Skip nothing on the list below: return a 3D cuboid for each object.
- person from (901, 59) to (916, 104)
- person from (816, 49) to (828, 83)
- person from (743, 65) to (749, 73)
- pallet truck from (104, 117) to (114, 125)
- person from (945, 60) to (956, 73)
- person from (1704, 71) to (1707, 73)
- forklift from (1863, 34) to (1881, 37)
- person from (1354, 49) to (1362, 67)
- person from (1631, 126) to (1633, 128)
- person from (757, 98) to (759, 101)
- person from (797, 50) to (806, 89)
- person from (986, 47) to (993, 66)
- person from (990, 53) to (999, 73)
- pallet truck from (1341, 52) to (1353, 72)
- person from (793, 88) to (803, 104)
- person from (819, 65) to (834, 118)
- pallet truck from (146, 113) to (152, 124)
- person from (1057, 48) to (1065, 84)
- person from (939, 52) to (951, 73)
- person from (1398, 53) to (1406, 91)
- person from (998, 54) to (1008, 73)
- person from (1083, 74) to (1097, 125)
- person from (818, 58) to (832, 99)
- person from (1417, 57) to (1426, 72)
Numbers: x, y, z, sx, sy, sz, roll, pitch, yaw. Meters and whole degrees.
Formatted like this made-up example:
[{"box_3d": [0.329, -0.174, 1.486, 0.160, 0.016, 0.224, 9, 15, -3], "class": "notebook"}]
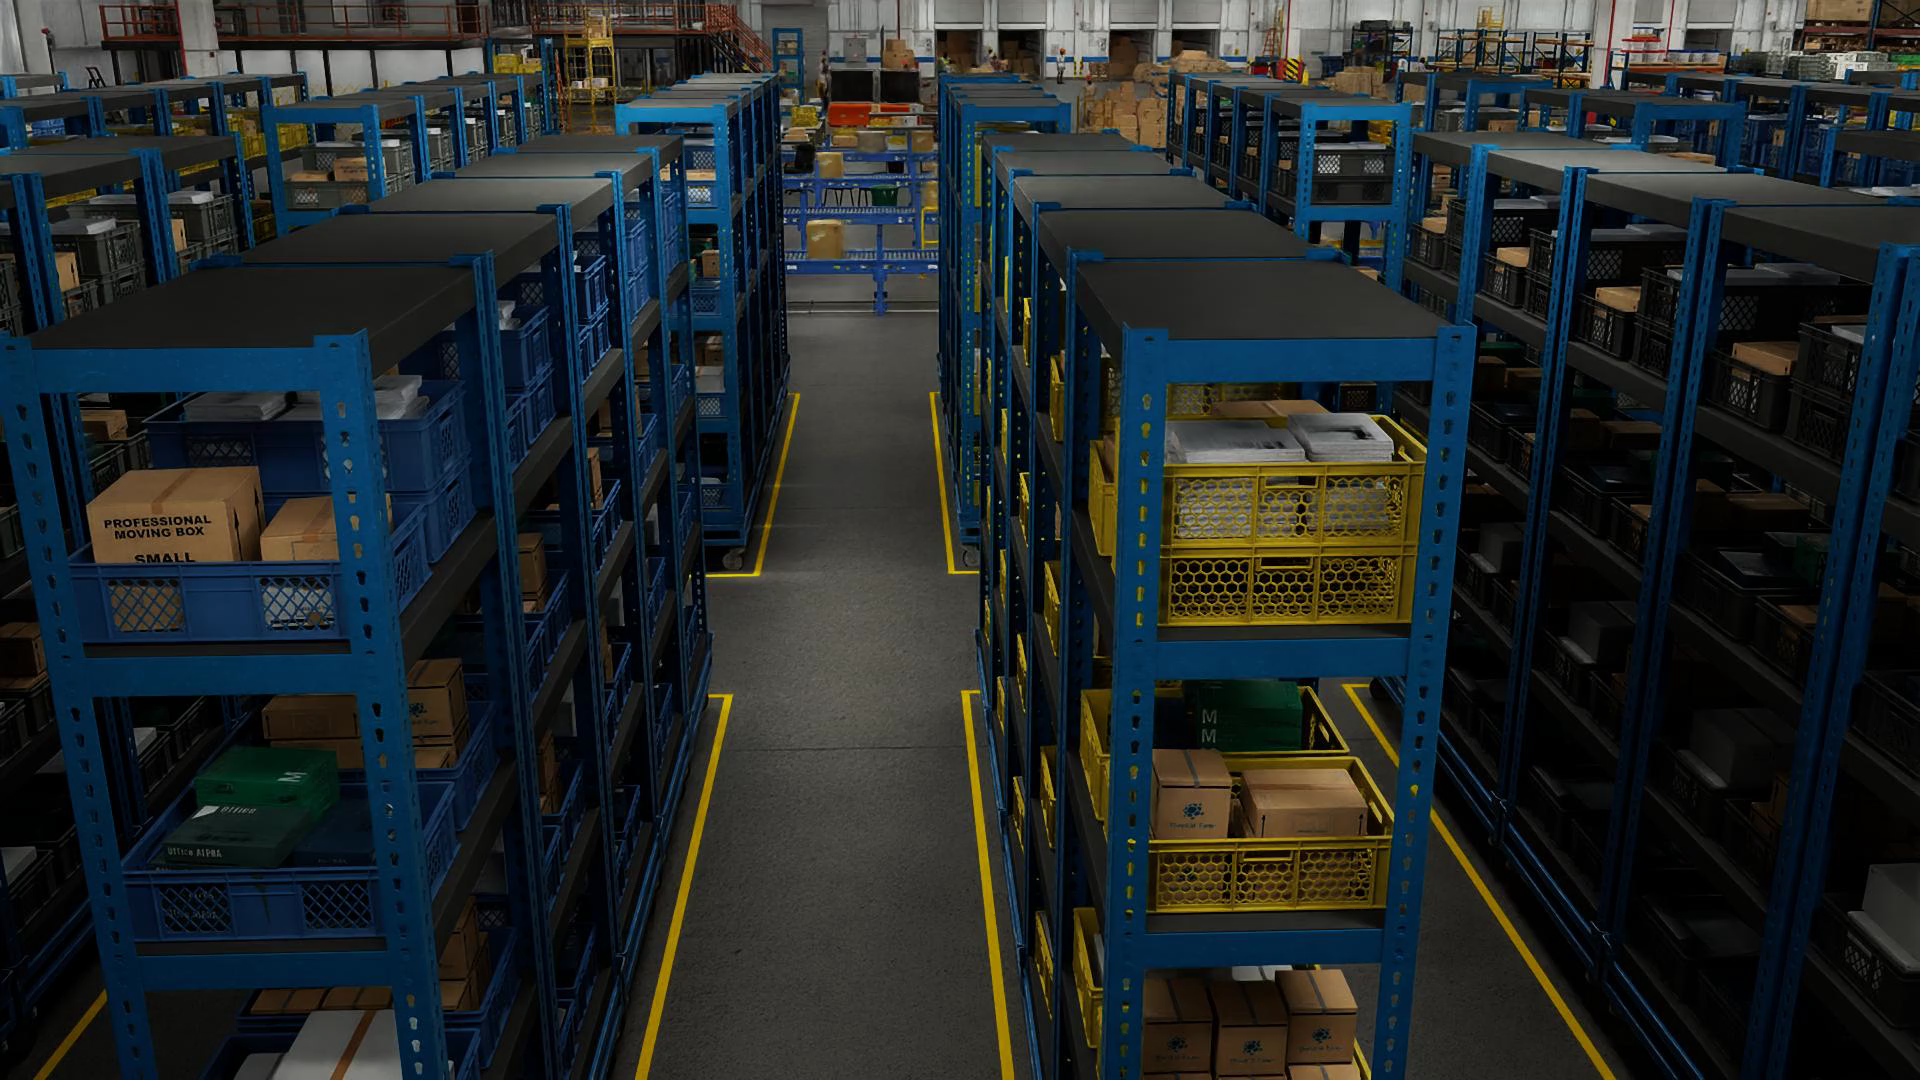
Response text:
[{"box_3d": [-2.225, -19.255, 70.229, 0.671, 2.022, 0.611, -15, 23, -38], "class": "person"}, {"box_3d": [-7.307, -24.903, 87.843, 0.621, 1.949, 0.822, 10, 20, 28], "class": "person"}, {"box_3d": [-8.473, -17.813, 65.910, 0.369, 1.925, 0.594, 11, 21, 31], "class": "person"}, {"box_3d": [-18.367, -7.885, 35.078, 1.885, 1.965, 0.823, 1, 18, 2], "class": "pallet truck"}, {"box_3d": [-0.456, -20.840, 75.452, 0.626, 1.831, 0.374, -1, 18, -3], "class": "person"}, {"box_3d": [27.859, -16.607, 62.261, 0.560, 1.891, 1.007, -12, 21, -33], "class": "person"}, {"box_3d": [44.131, -23.197, 81.047, 1.129, 2.768, 1.873, -1, 18, -2], "class": "forklift"}, {"box_3d": [21.065, -25.106, 88.451, 0.642, 1.938, 1.018, -15, 23, -39], "class": "person"}, {"box_3d": [19.784, -12.200, 48.917, 0.530, 1.693, 0.321, 15, 23, 39], "class": "person"}, {"box_3d": [-5.609, -11.573, 46.692, 0.521, 1.873, 0.334, 6, 19, 19], "class": "person"}, {"box_3d": [-8.177, -24.366, 86.155, 0.380, 1.950, 0.605, 9, 20, 27], "class": "person"}, {"box_3d": [1.712, -27.037, 94.476, 0.411, 1.911, 0.593, -2, 18, -7], "class": "person"}, {"box_3d": [1.815, -24.830, 87.881, 0.525, 1.771, 0.305, -9, 20, -27], "class": "person"}, {"box_3d": [18.794, -23.123, 82.231, 0.823, 1.965, 1.885, -13, 22, -35], "class": "pallet truck"}, {"box_3d": [-5.313, -14.280, 55.075, 0.415, 1.865, 0.600, 0, 18, 0], "class": "person"}, {"box_3d": [-5.125, -17.254, 63.999, 0.545, 2.000, 0.707, 3, 18, 10], "class": "person"}, {"box_3d": [-18.087, -8.309, 36.390, 1.885, 1.965, 0.823, -1, 18, -4], "class": "pallet truck"}, {"box_3d": [5.576, -26.090, 91.514, 0.552, 1.932, 0.377, -15, 23, -38], "class": "person"}, {"box_3d": [-0.780, -24.884, 88.023, 0.616, 1.799, 0.981, -9, 20, -25], "class": "person"}, {"box_3d": [22.394, -23.718, 84.277, 0.351, 1.878, 0.568, -7, 19, -22], "class": "person"}, {"box_3d": [2.312, -25.340, 89.592, 0.544, 1.680, 0.404, -2, 18, -7], "class": "person"}, {"box_3d": [4.578, -15.518, 58.843, 0.551, 1.902, 0.530, -7, 19, -20], "class": "person"}, {"box_3d": [-6.058, -20.694, 74.828, 0.657, 1.925, 0.442, -8, 20, -24], "class": "person"}, {"box_3d": [21.782, -21.861, 78.579, 0.429, 1.844, 0.626, 1, 18, 4], "class": "person"}]
